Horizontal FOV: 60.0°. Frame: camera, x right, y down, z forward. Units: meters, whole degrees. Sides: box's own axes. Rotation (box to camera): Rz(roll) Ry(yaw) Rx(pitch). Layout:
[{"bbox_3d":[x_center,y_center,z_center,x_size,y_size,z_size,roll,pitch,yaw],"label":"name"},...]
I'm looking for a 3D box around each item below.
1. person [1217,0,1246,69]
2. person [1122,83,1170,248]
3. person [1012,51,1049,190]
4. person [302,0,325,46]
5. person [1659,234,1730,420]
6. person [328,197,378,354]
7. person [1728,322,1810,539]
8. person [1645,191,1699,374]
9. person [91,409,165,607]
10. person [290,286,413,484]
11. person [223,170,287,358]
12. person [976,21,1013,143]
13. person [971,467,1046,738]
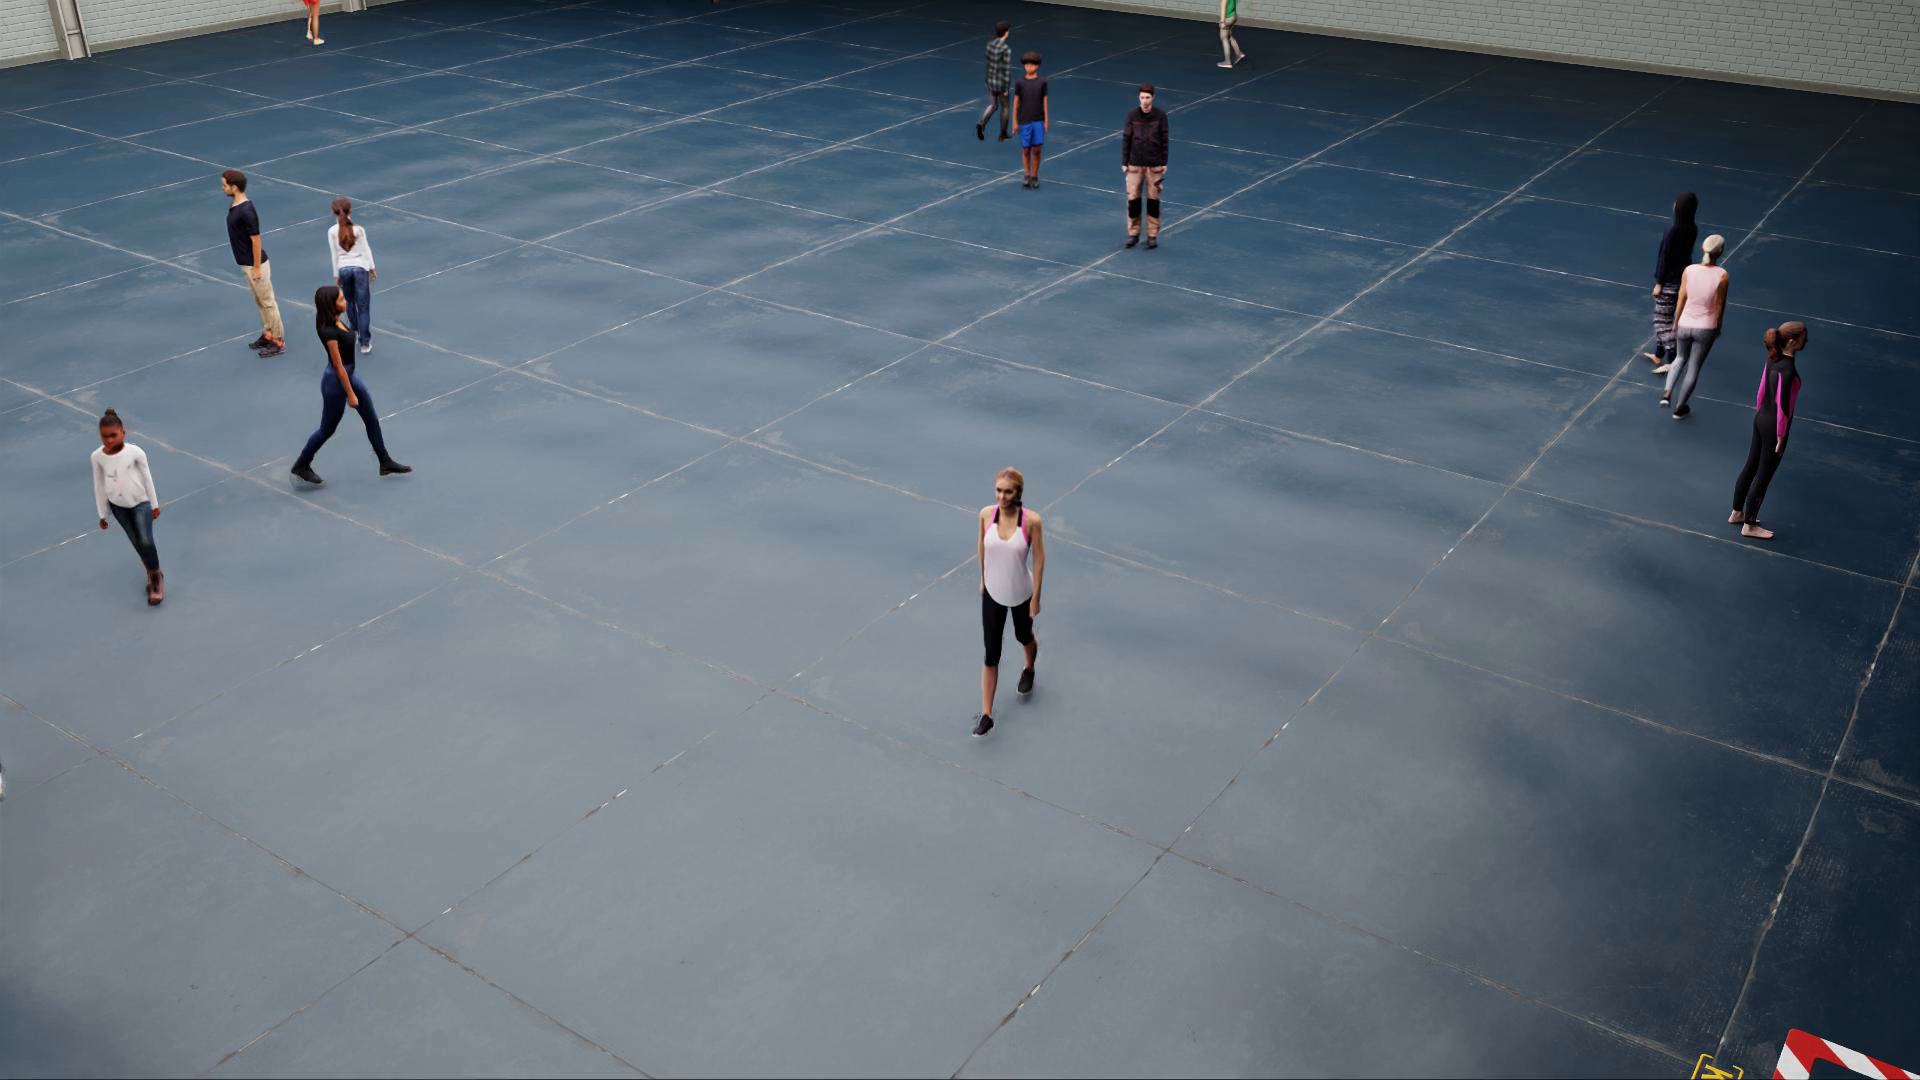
[{"bbox_3d":[4.732,-9.048,28.923,0.671,1.633,0.694,19,33,32],"label":"person"},{"bbox_3d":[2.194,-4.427,19.635,0.800,1.921,0.792,3,27,7],"label":"person"},{"bbox_3d":[0.943,-5.566,21.996,0.789,1.783,0.855,3,27,5],"label":"person"},{"bbox_3d":[-12.040,-10.030,30.670,0.636,1.780,0.685,10,29,18],"label":"person"},{"bbox_3d":[6.571,-1.877,14.904,0.583,1.716,0.657,23,35,37],"label":"person"},{"bbox_3d":[-6.036,-2.606,16.524,0.847,1.530,0.925,-3,27,-6],"label":"person"},{"bbox_3d":[6.294,-0.874,12.918,0.721,1.752,0.645,1,27,2],"label":"person"},{"bbox_3d":[6.915,-2.488,16.095,0.834,1.713,0.746,22,35,36],"label":"person"},{"bbox_3d":[-6.025,-0.285,12.119,0.761,1.437,0.835,-3,27,-5],"label":"person"},{"bbox_3d":[-5.185,-1.223,13.658,1.190,1.696,1.098,-6,28,-11],"label":"person"},{"bbox_3d":[-6.982,-2.752,16.452,0.648,1.856,0.693,-18,32,-31],"label":"person"},{"bbox_3d":[0.488,-6.515,23.712,0.746,1.696,0.904,23,35,37],"label":"person"},{"bbox_3d":[0.363,0.328,10.607,0.829,1.731,1.237,10,29,18],"label":"person"}]
